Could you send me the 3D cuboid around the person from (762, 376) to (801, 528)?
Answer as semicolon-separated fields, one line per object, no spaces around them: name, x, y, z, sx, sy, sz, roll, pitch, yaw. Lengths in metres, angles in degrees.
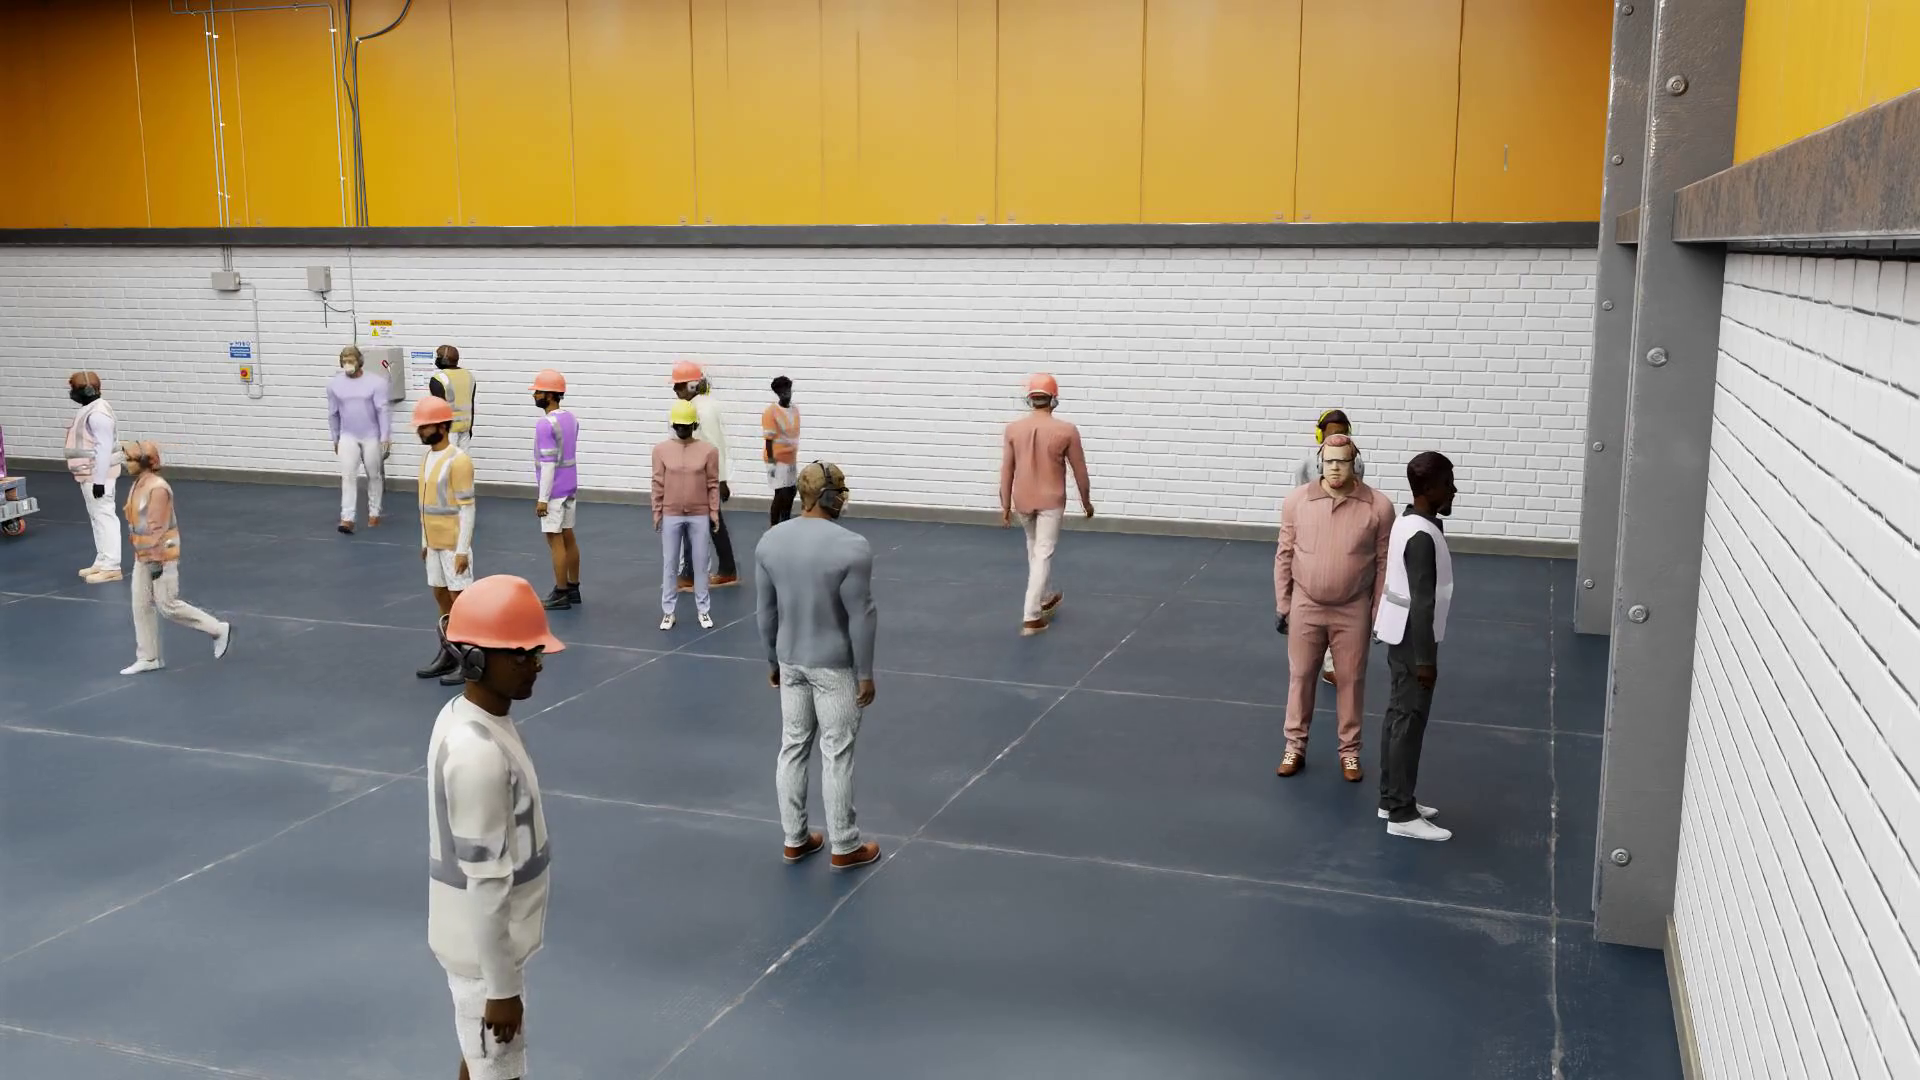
person;-1.735;-0.786;16.290;0.408;1.659;0.635;6;12;30

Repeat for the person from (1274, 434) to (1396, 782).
person;2.033;0.372;9.101;0.639;1.911;0.406;3;10;16

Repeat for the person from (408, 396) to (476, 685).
person;-3.457;0.004;11.094;0.551;1.933;0.378;9;14;43

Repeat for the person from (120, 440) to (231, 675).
person;-5.444;0.106;11.416;0.518;1.614;0.640;10;14;43

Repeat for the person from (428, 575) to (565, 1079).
person;-1.272;1.100;4.627;0.395;2.040;0.609;-3;11;-18

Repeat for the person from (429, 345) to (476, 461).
person;-5.562;-1.208;18.180;0.429;1.843;0.634;4;11;24

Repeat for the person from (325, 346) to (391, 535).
person;-6.117;-1.010;16.911;0.652;1.886;0.993;-1;10;-7

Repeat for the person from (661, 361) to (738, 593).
person;-2.250;-0.525;14.014;0.843;1.955;0.692;-4;11;-21

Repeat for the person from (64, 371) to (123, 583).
person;-7.556;-0.556;14.511;0.429;1.841;0.636;-7;12;-35

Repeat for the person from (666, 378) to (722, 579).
person;-2.252;-0.513;14.208;0.520;1.865;0.327;-7;12;-34

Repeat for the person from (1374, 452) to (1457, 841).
person;2.263;0.512;8.276;0.391;1.920;0.587;1;10;7

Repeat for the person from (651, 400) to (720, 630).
person;-2.085;-0.187;12.670;0.523;1.760;0.327;-2;10;-10

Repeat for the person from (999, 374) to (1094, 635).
person;0.681;-0.300;12.785;0.632;1.939;1.008;5;11;28

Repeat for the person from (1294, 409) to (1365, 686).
person;2.417;0.068;10.931;0.532;1.865;0.309;-3;10;-15

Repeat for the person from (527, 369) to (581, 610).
person;-3.263;-0.406;13.381;0.342;1.942;0.552;2;10;10

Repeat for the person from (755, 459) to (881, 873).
person;-0.662;0.590;7.793;0.629;1.937;0.379;6;12;30
